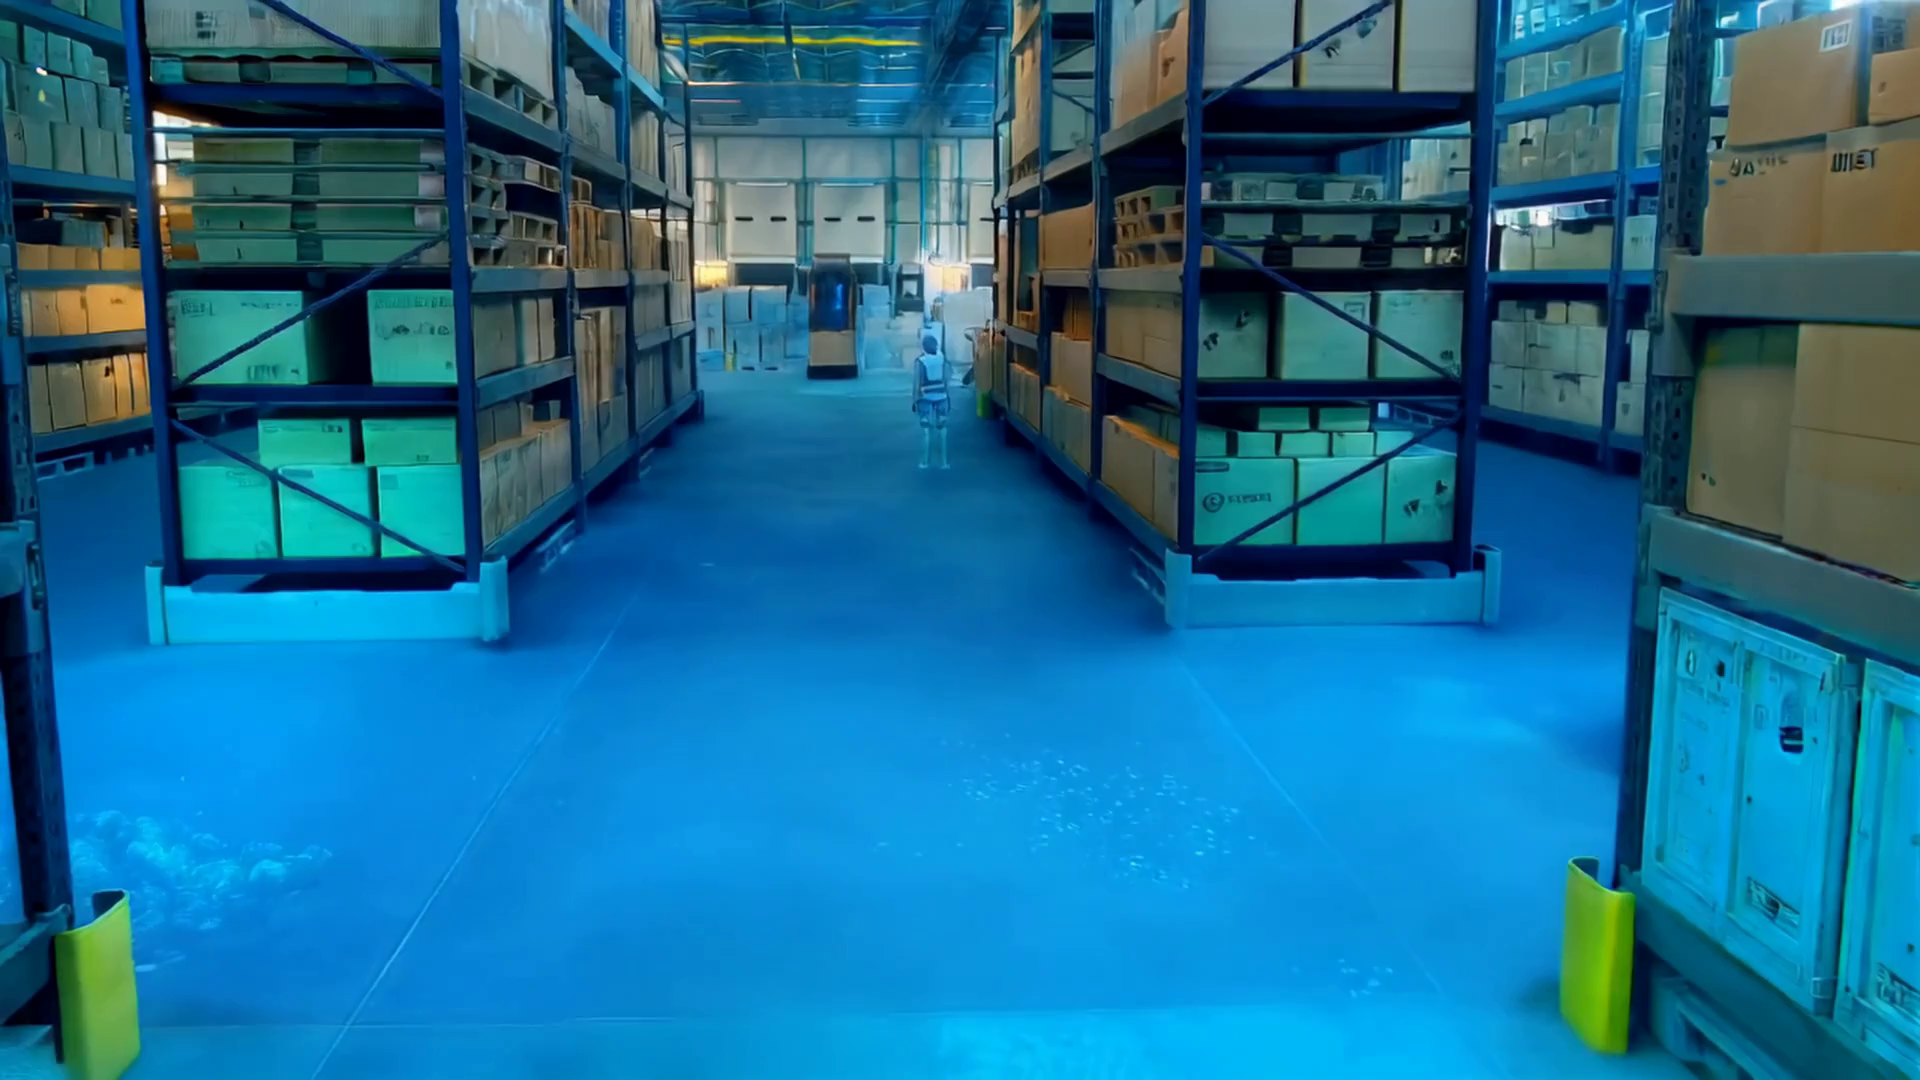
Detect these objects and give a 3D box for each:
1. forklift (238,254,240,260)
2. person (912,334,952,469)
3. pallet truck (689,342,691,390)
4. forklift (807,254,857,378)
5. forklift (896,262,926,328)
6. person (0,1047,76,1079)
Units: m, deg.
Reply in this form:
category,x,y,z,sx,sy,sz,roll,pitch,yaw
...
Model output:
category,x,y,z,sx,sy,sz,roll,pitch,yaw
forklift,-16.118,-5.000,37.225,1.129,2.768,1.873,-1,9,-4
person,-0.336,-1.685,20.304,0.512,1.638,0.307,-3,10,-20
pallet truck,-5.225,-3.008,27.480,1.885,1.965,0.823,2,9,14
forklift,-2.942,-5.145,38.138,1.129,2.768,1.873,-1,9,-4
forklift,-1.780,-8.547,59.499,1.129,2.768,1.873,-1,9,-4
person,-0.890,1.284,1.668,0.268,1.632,0.507,-4,10,-26
